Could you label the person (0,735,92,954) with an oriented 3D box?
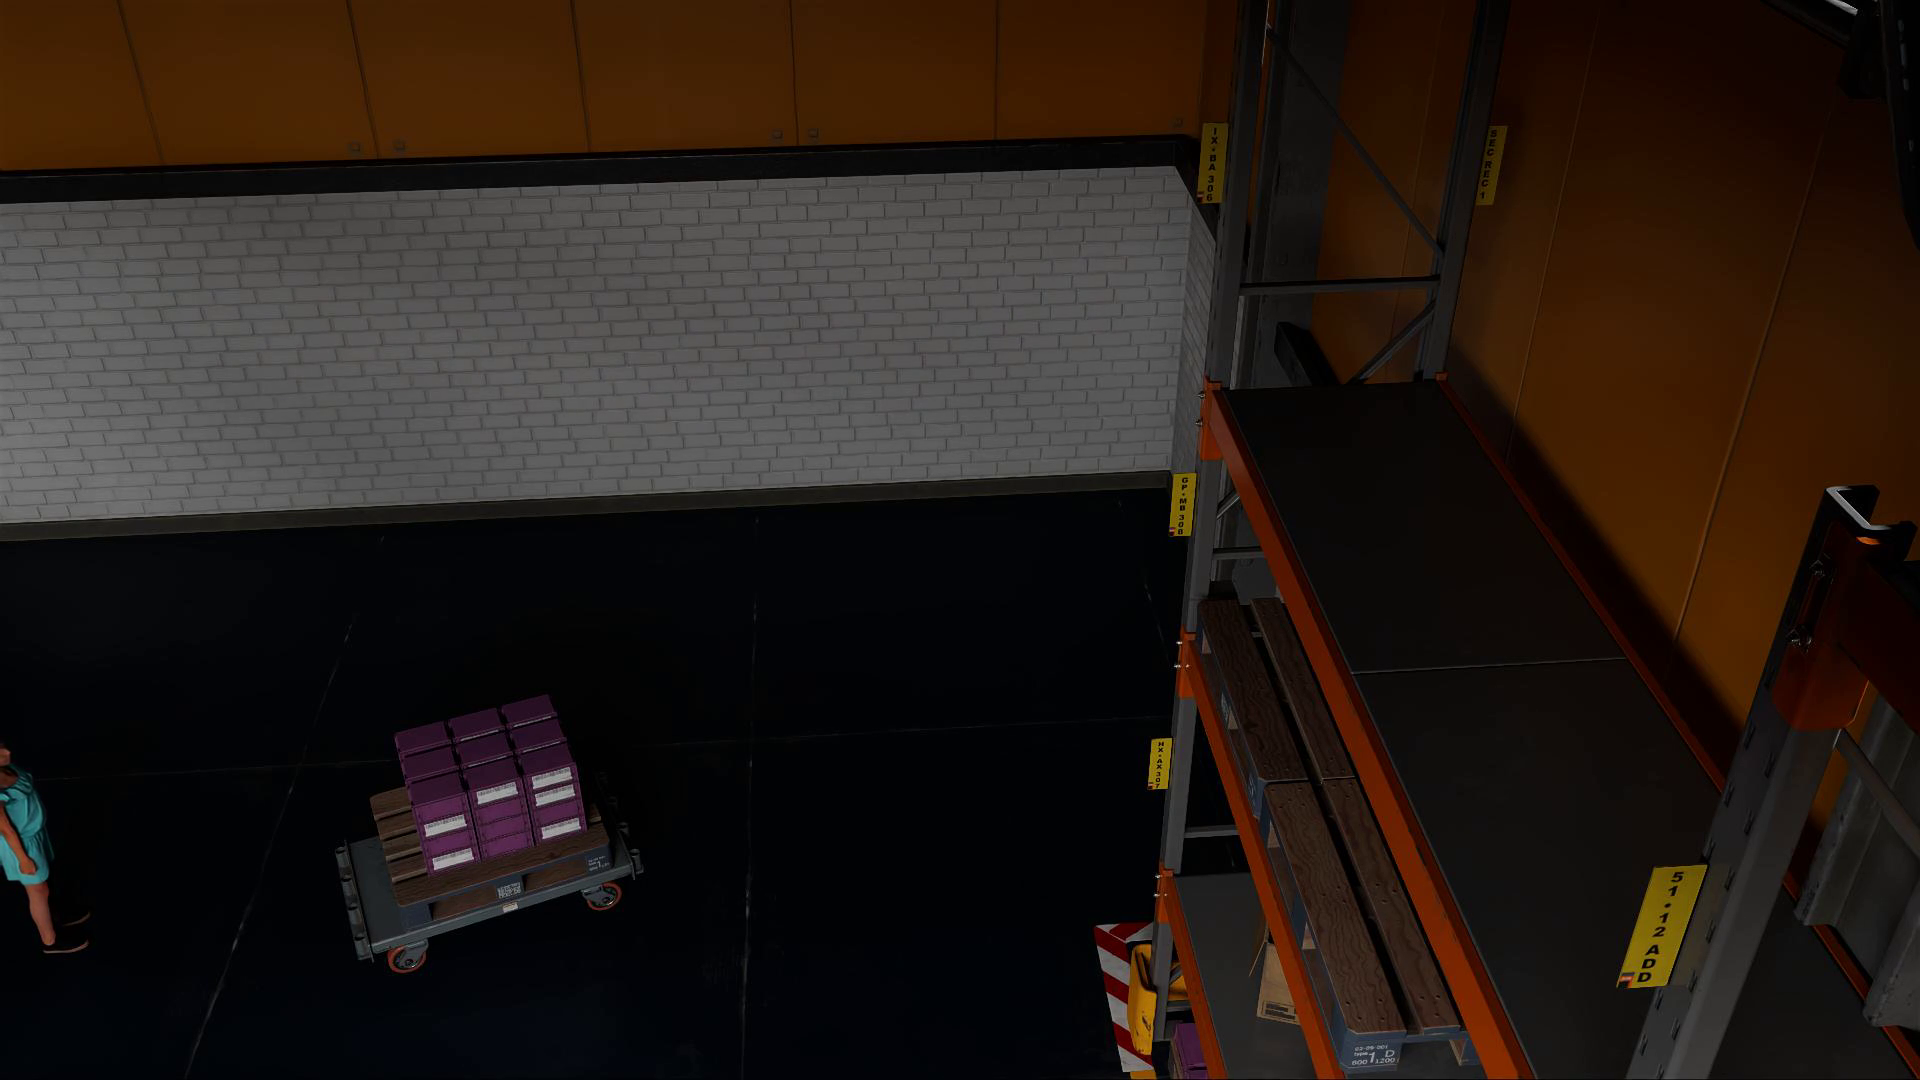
[{"bbox_3d":[-5.302,1.684,9.415,0.656,1.558,0.529,-11,35,-16],"label":"person"}]
